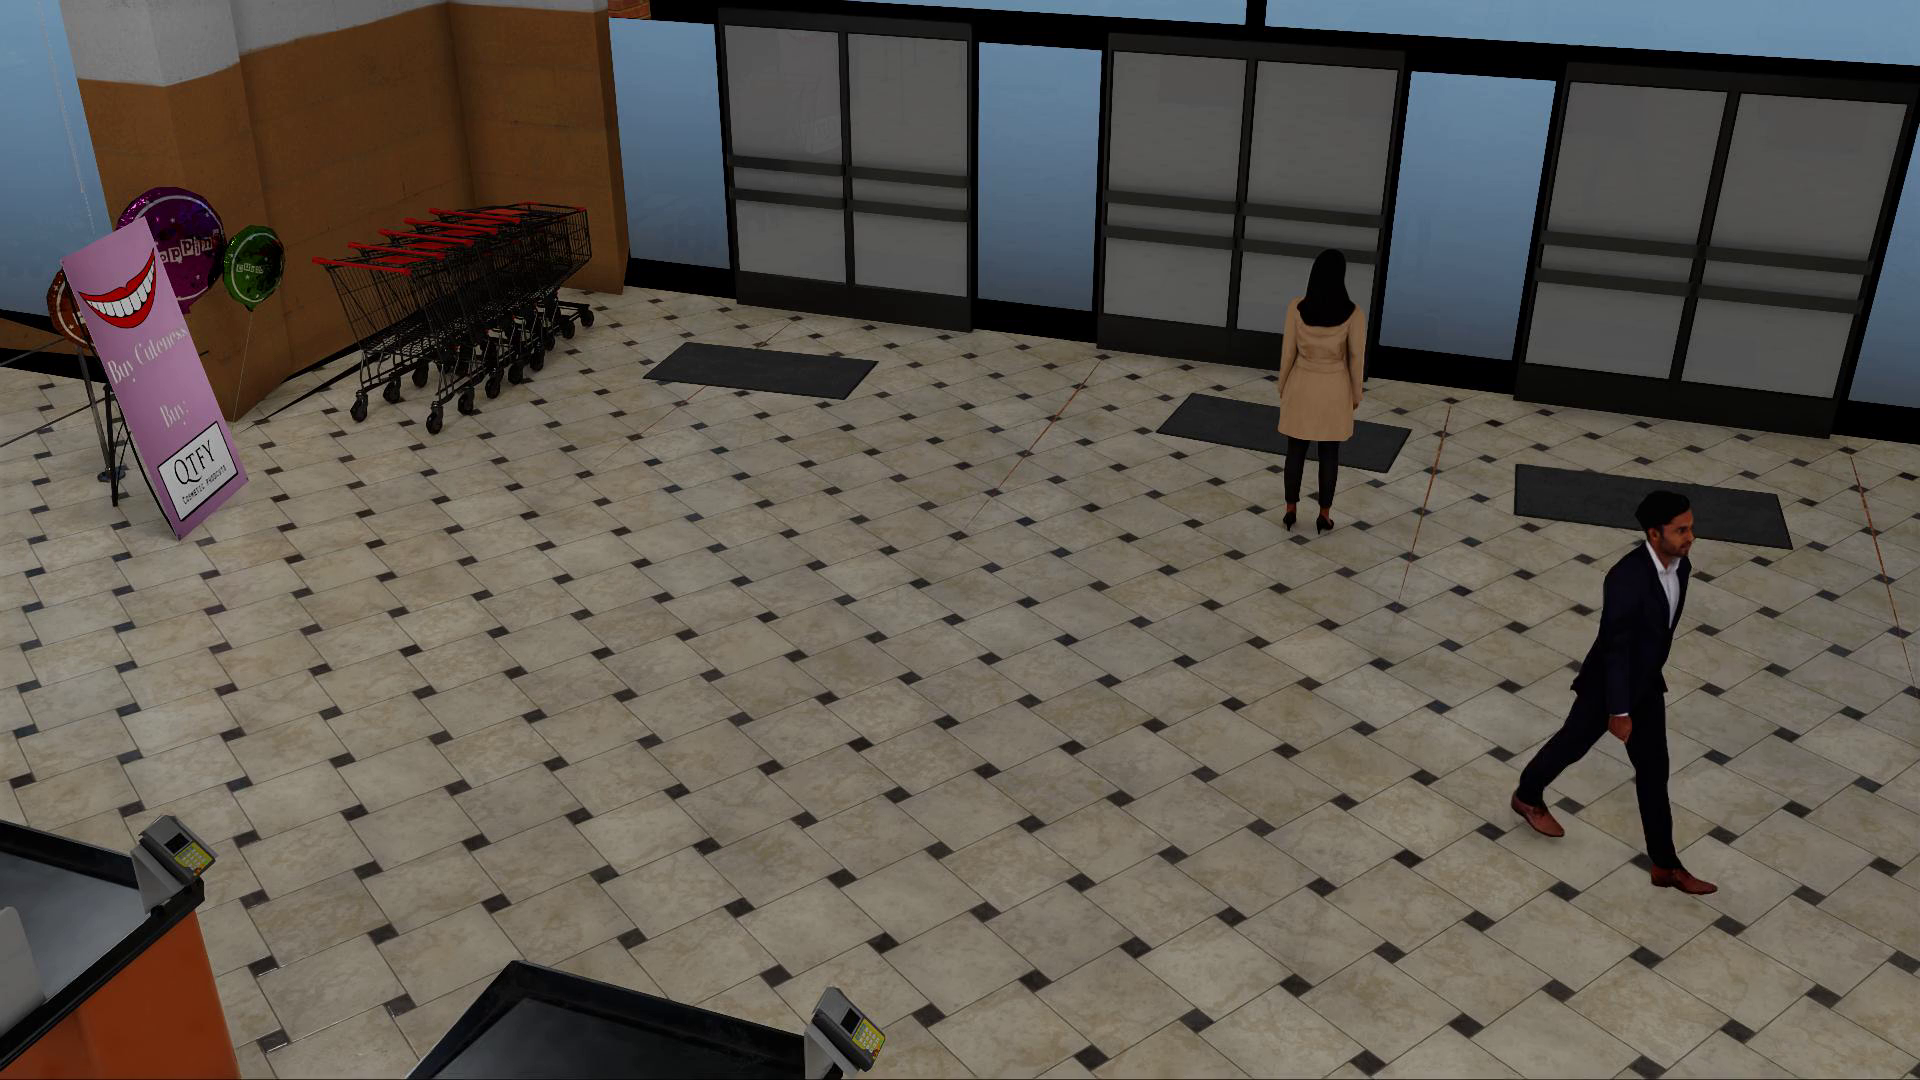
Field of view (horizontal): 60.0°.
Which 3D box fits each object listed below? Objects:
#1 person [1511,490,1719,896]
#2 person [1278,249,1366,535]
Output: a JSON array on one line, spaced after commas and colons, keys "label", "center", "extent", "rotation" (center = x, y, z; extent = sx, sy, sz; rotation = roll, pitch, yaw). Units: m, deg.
[{"label": "person", "center": [2.574, 0.564, 6.678], "extent": [1.183, 1.670, 1.132], "rotation": [-18, 32, -31]}, {"label": "person", "center": [2.025, -0.823, 9.400], "extent": [0.624, 1.682, 0.502], "rotation": [9, 28, 18]}]
